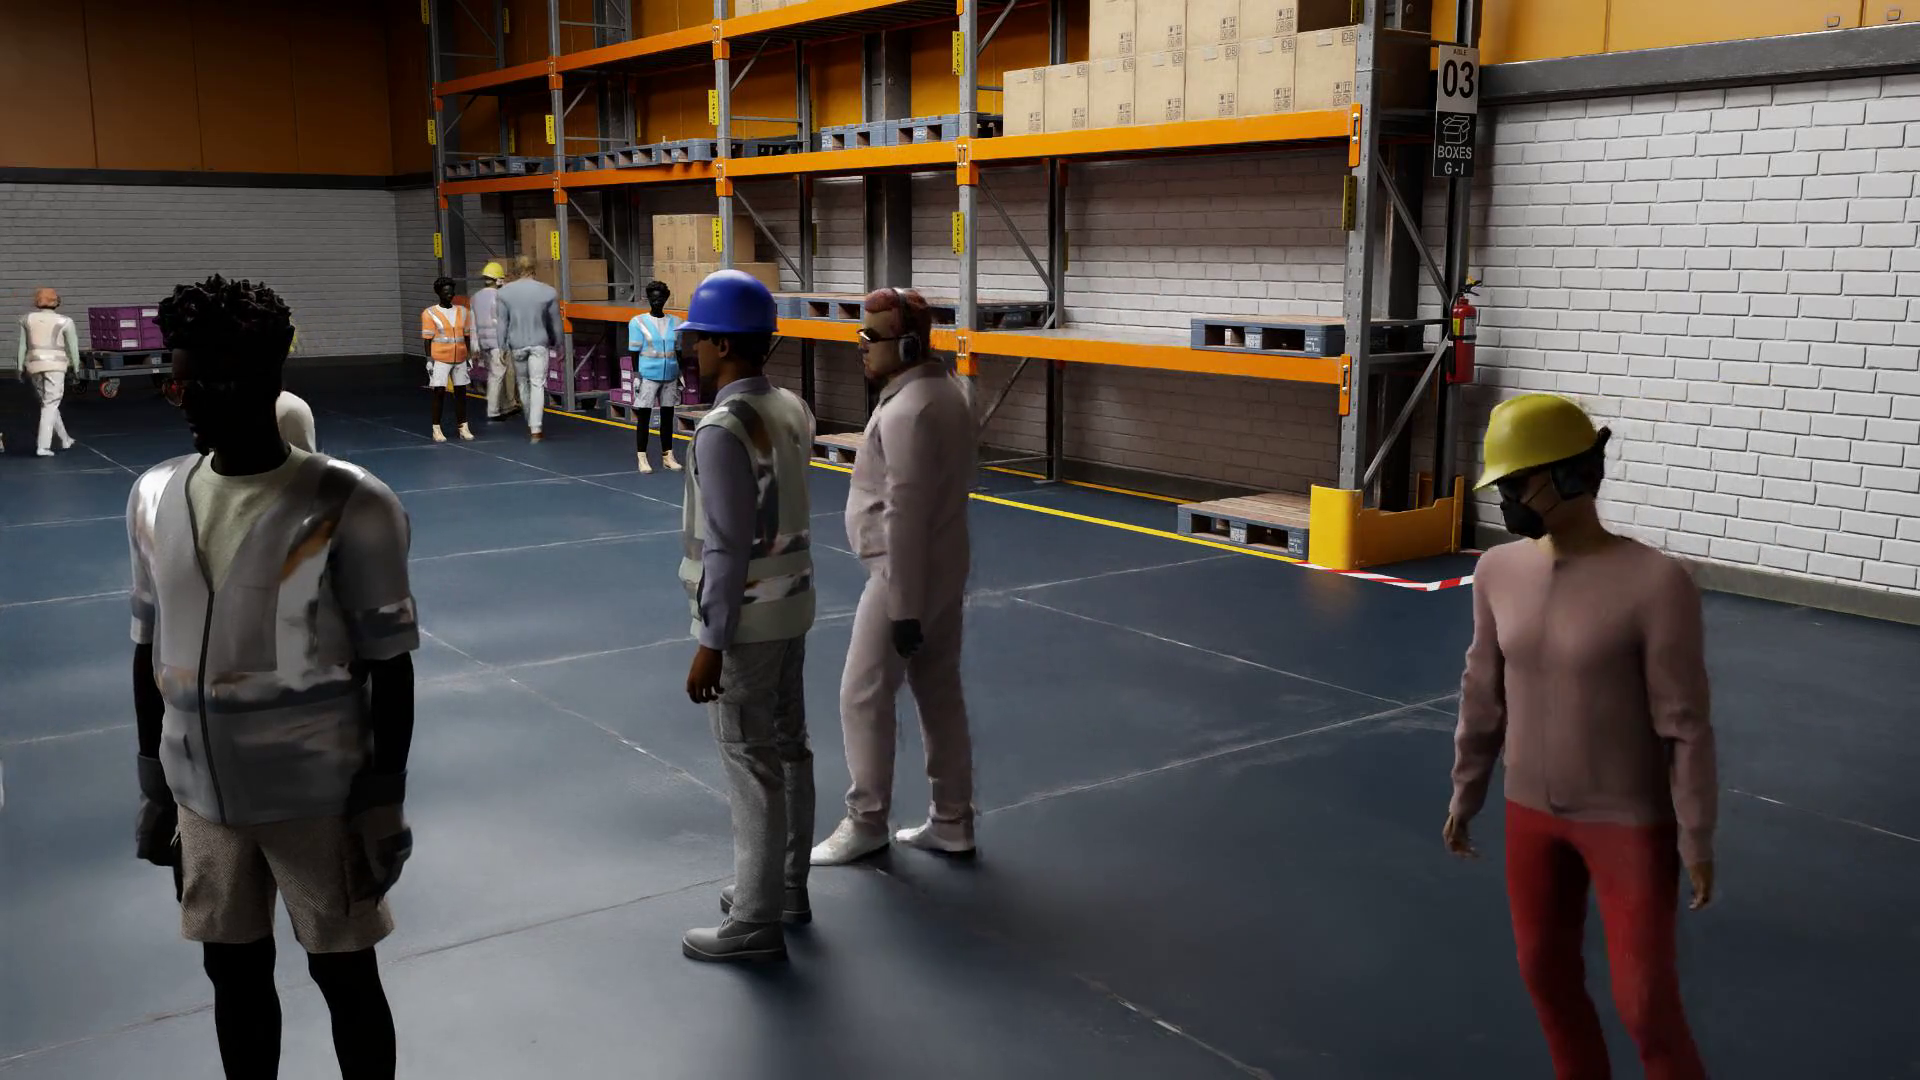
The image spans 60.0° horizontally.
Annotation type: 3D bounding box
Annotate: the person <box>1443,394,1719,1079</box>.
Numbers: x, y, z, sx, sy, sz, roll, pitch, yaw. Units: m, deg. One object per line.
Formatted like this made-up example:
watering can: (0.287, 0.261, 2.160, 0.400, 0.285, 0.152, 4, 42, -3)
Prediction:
person: (1.280, 0.564, 3.408, 0.402, 1.720, 0.612, -7, 12, -35)

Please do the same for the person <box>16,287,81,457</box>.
person: (-8.682, -1.604, 15.889, 0.523, 1.589, 0.818, 0, 10, 0)

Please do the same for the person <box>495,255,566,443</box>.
person: (-4.416, -1.979, 17.167, 0.660, 1.886, 1.017, -1, 10, -5)

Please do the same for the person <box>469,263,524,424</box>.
person: (-5.172, -2.213, 18.780, 0.600, 1.821, 0.623, 6, 12, 32)

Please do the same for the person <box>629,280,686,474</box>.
person: (-2.672, -1.439, 14.707, 0.535, 1.699, 0.322, -7, 13, -36)

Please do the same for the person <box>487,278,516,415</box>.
person: (-5.407, -2.280, 19.625, 0.497, 1.629, 0.277, -9, 14, -41)

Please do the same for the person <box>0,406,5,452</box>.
person: (-9.412, -1.817, 15.857, 0.377, 2.045, 0.605, -3, 10, -14)

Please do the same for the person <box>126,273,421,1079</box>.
person: (-1.356, 0.470, 3.263, 0.612, 1.965, 0.361, 2, 10, 13)

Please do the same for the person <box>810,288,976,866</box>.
person: (-0.195, 0.131, 5.403, 0.546, 1.881, 0.739, 2, 10, 13)

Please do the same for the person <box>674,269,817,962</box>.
person: (-0.601, 0.220, 4.714, 0.389, 1.949, 0.604, 3, 10, 14)

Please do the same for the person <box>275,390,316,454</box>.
person: (-2.843, -0.073, 6.958, 0.524, 1.742, 0.806, 4, 11, 21)

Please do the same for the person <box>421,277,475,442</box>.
person: (-5.229, -1.838, 16.987, 0.320, 1.687, 0.533, 10, 14, 43)
